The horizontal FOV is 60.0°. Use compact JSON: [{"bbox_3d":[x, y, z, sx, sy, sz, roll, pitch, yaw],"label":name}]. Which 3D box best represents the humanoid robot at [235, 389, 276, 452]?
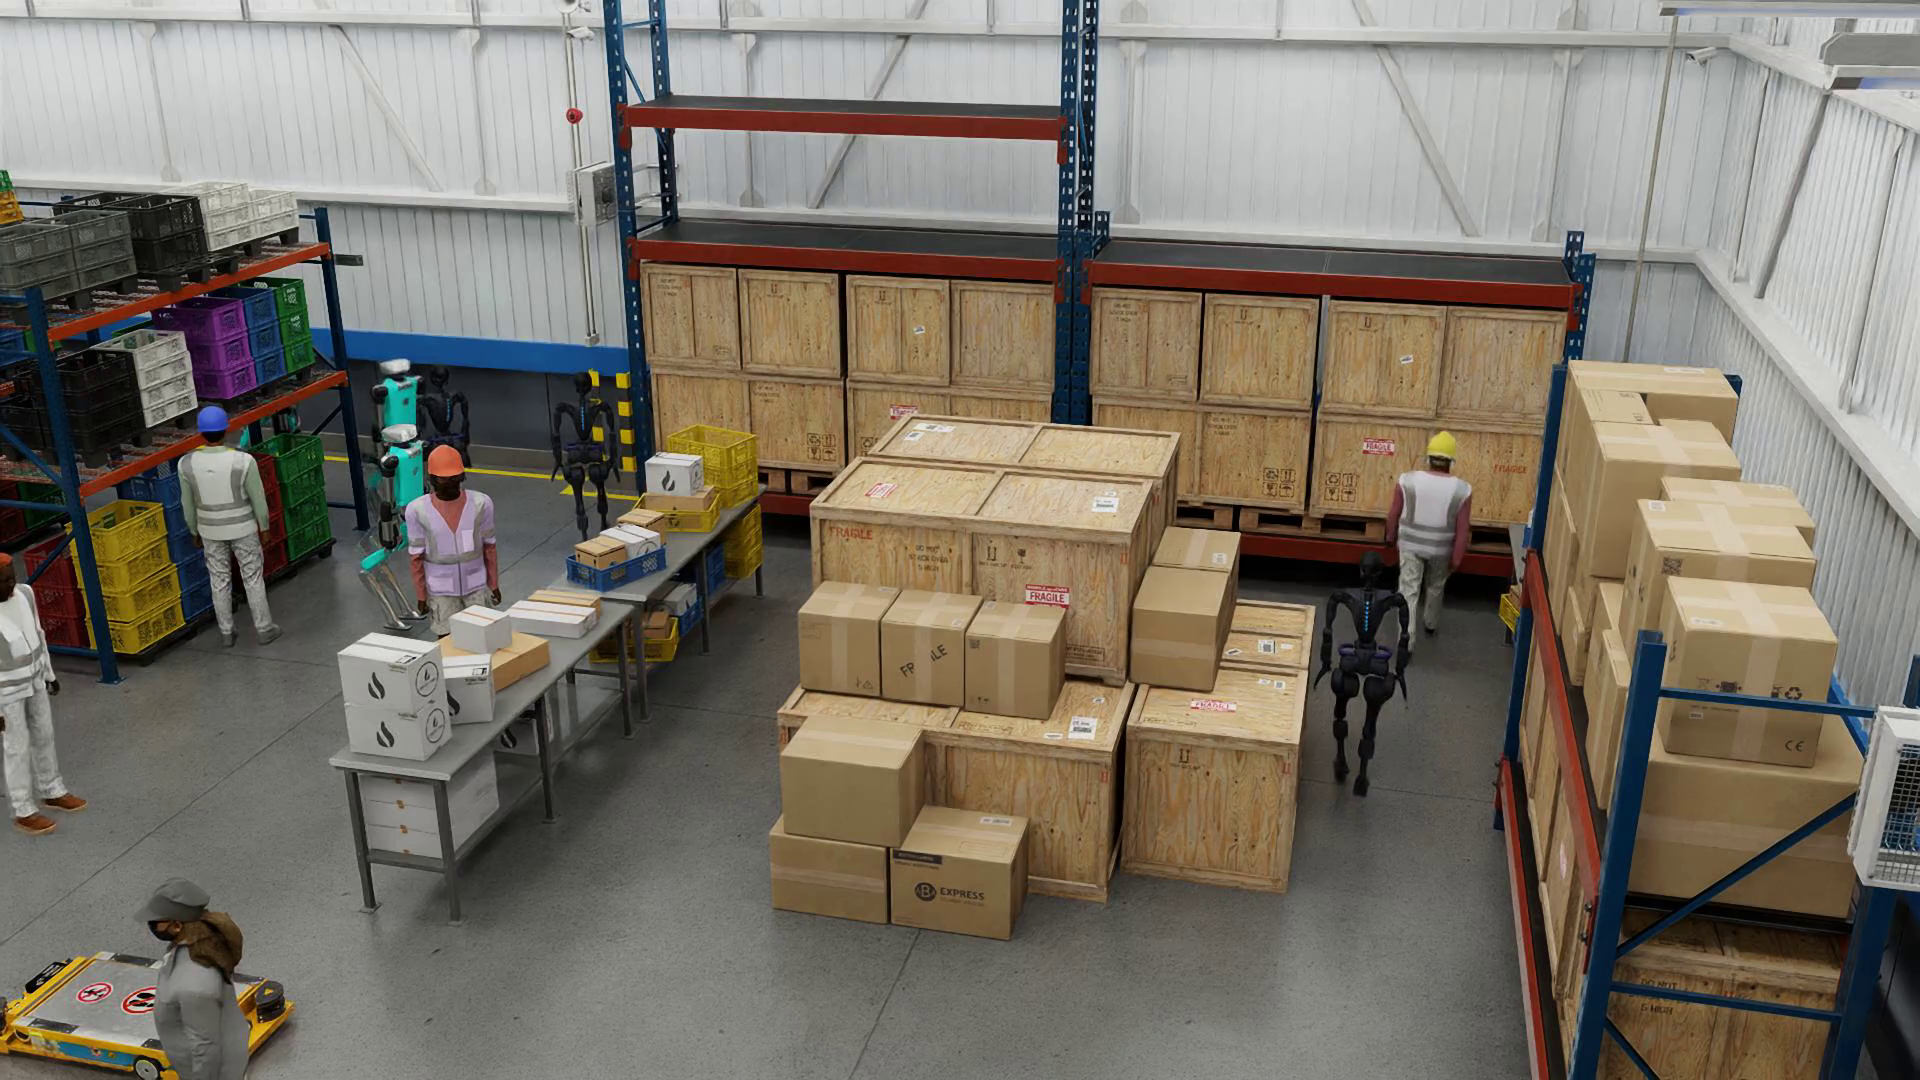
[{"bbox_3d":[-7.008,-1.307,16.441,0.677,1.836,0.534,6,22,16],"label":"humanoid robot"}]

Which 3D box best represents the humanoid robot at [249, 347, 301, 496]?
[{"bbox_3d":[-6.554,-1.110,15.830,0.684,1.756,0.541,-3,21,-8],"label":"humanoid robot"}]

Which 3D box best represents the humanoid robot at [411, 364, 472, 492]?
[{"bbox_3d":[-4.767,-0.808,15.226,0.608,1.640,0.615,-19,28,-40],"label":"humanoid robot"}]

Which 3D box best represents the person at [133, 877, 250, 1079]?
[{"bbox_3d":[-3.204,2.217,7.141,0.396,1.770,0.563,-8,22,-20],"label":"person"}]

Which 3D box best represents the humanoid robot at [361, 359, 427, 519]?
[{"bbox_3d":[-5.195,-0.815,15.132,0.818,1.777,0.537,16,26,36],"label":"humanoid robot"}]

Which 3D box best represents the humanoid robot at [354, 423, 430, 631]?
[{"bbox_3d":[-4.541,-0.121,13.168,0.742,1.689,0.530,7,22,17],"label":"humanoid robot"}]

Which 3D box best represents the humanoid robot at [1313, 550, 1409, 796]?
[{"bbox_3d":[2.631,0.838,10.881,0.603,1.640,0.502,5,22,14],"label":"humanoid robot"}]

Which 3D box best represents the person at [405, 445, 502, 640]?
[{"bbox_3d":[-3.542,0.314,11.738,0.606,2.048,0.365,-10,23,-25],"label":"person"}]

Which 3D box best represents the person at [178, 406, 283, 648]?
[{"bbox_3d":[-5.681,-0.093,12.941,0.617,1.943,0.398,-3,21,-7],"label":"person"}]

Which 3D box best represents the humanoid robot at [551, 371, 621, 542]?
[{"bbox_3d":[-3.392,-0.727,15.020,0.612,1.628,0.737,-4,21,-11],"label":"humanoid robot"}]

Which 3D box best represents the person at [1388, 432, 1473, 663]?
[{"bbox_3d":[3.607,0.024,12.863,0.593,1.790,0.895,4,21,11],"label":"person"}]

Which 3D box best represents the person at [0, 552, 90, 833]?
[{"bbox_3d":[-5.868,0.934,10.358,0.355,1.879,0.581,4,21,9],"label":"person"}]

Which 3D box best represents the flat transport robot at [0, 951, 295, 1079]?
[{"bbox_3d":[-4.270,2.464,8.601,1.431,0.231,0.659,5,22,13],"label":"flat transport robot"}]
